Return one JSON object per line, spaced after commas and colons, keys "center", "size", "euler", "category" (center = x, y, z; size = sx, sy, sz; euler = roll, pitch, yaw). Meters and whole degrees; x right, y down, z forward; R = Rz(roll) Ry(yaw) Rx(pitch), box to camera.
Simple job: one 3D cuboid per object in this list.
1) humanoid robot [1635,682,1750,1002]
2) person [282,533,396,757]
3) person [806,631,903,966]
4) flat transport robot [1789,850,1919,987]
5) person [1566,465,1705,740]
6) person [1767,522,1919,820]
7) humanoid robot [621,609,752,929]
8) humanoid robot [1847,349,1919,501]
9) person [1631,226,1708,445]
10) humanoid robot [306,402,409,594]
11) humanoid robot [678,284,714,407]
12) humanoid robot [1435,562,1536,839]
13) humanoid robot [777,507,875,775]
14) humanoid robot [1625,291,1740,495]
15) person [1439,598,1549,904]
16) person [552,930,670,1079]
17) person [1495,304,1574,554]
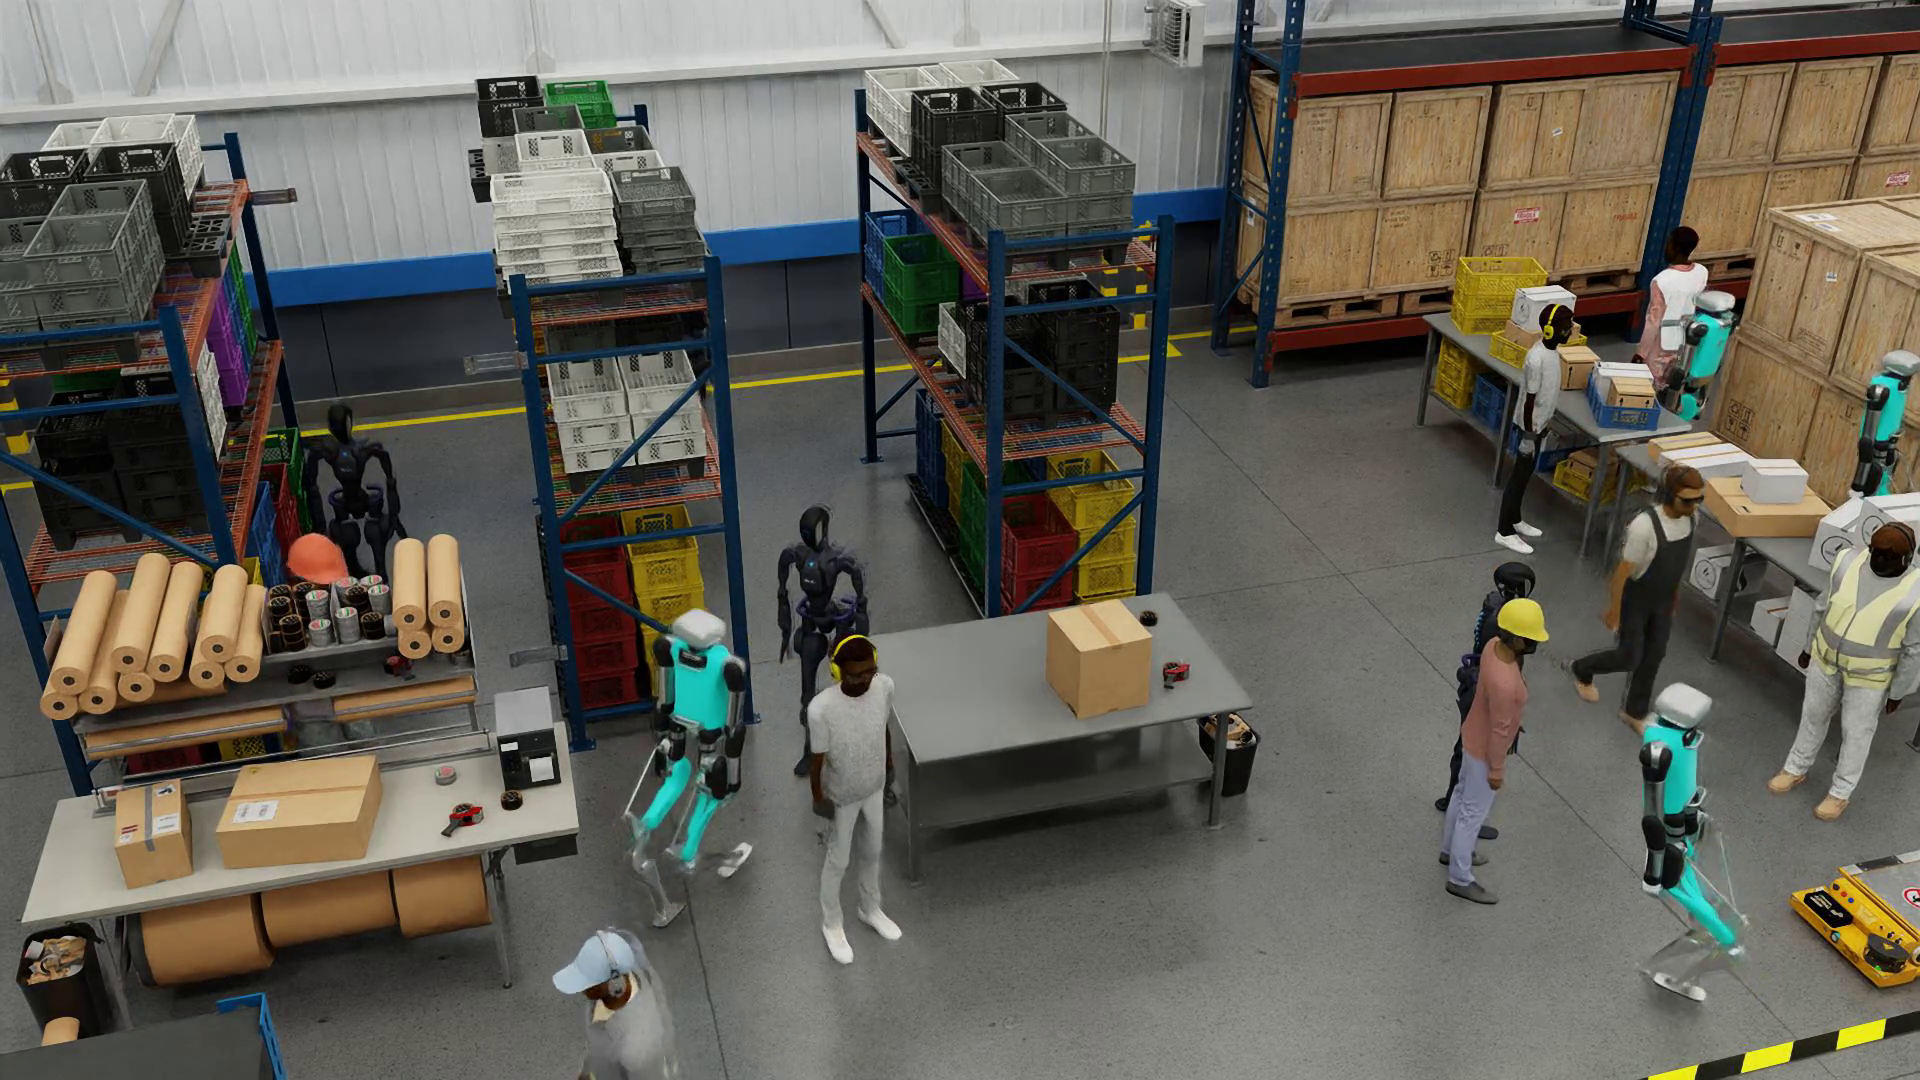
{"center": [3.506, 1.548, 7.846], "size": [0.798, 1.799, 0.560], "euler": [21, 35, 33], "category": "humanoid robot"}
{"center": [-3.285, 0.865, 8.766], "size": [0.619, 2.030, 0.423], "euler": [-22, 36, -34], "category": "person"}
{"center": [-0.510, 1.254, 8.219], "size": [0.528, 1.868, 0.310], "euler": [-21, 35, -33], "category": "person"}
{"center": [5.163, 1.916, 8.676], "size": [1.431, 0.231, 0.659], "euler": [-8, 30, -14], "category": "flat transport robot"}
{"center": [4.063, 0.328, 9.953], "size": [0.553, 1.824, 0.575], "euler": [-15, 32, -25], "category": "person"}
{"center": [4.974, 0.712, 9.249], "size": [0.429, 1.834, 0.630], "euler": [-17, 33, -28], "category": "person"}
{"center": [-1.405, 1.235, 8.384], "size": [0.559, 1.744, 0.951], "euler": [14, 32, 23], "category": "humanoid robot"}
{"center": [6.389, -0.395, 11.341], "size": [0.663, 1.785, 0.541], "euler": [25, 37, 37], "category": "humanoid robot"}
{"center": [5.623, -1.575, 13.337], "size": [0.596, 1.922, 0.432], "euler": [-19, 34, -30], "category": "person"}
{"center": [-3.984, -0.170, 11.045], "size": [0.588, 1.637, 0.736], "euler": [-7, 29, -12], "category": "humanoid robot"}
{"center": [-2.169, -1.508, 13.447], "size": [0.376, 1.637, 0.610], "euler": [-18, 34, -30], "category": "humanoid robot"}
{"center": [2.907, 0.851, 9.135], "size": [0.315, 1.657, 0.599], "euler": [-2, 29, -4], "category": "humanoid robot"}
{"center": [-0.764, 0.538, 9.787], "size": [0.603, 1.640, 0.787], "euler": [9, 30, 16], "category": "humanoid robot"}
{"center": [5.369, -1.074, 12.597], "size": [0.548, 1.781, 0.867], "euler": [-19, 34, -31], "category": "humanoid robot"}
{"center": [2.771, 1.071, 8.659], "size": [0.326, 1.765, 0.524], "euler": [5, 29, 9], "category": "person"}
{"center": [-1.302, 2.227, 6.537], "size": [0.917, 1.815, 0.607], "euler": [-9, 30, -15], "category": "person"}
{"center": [4.157, -0.816, 11.983], "size": [0.325, 1.871, 0.519], "euler": [15, 32, 26], "category": "person"}
